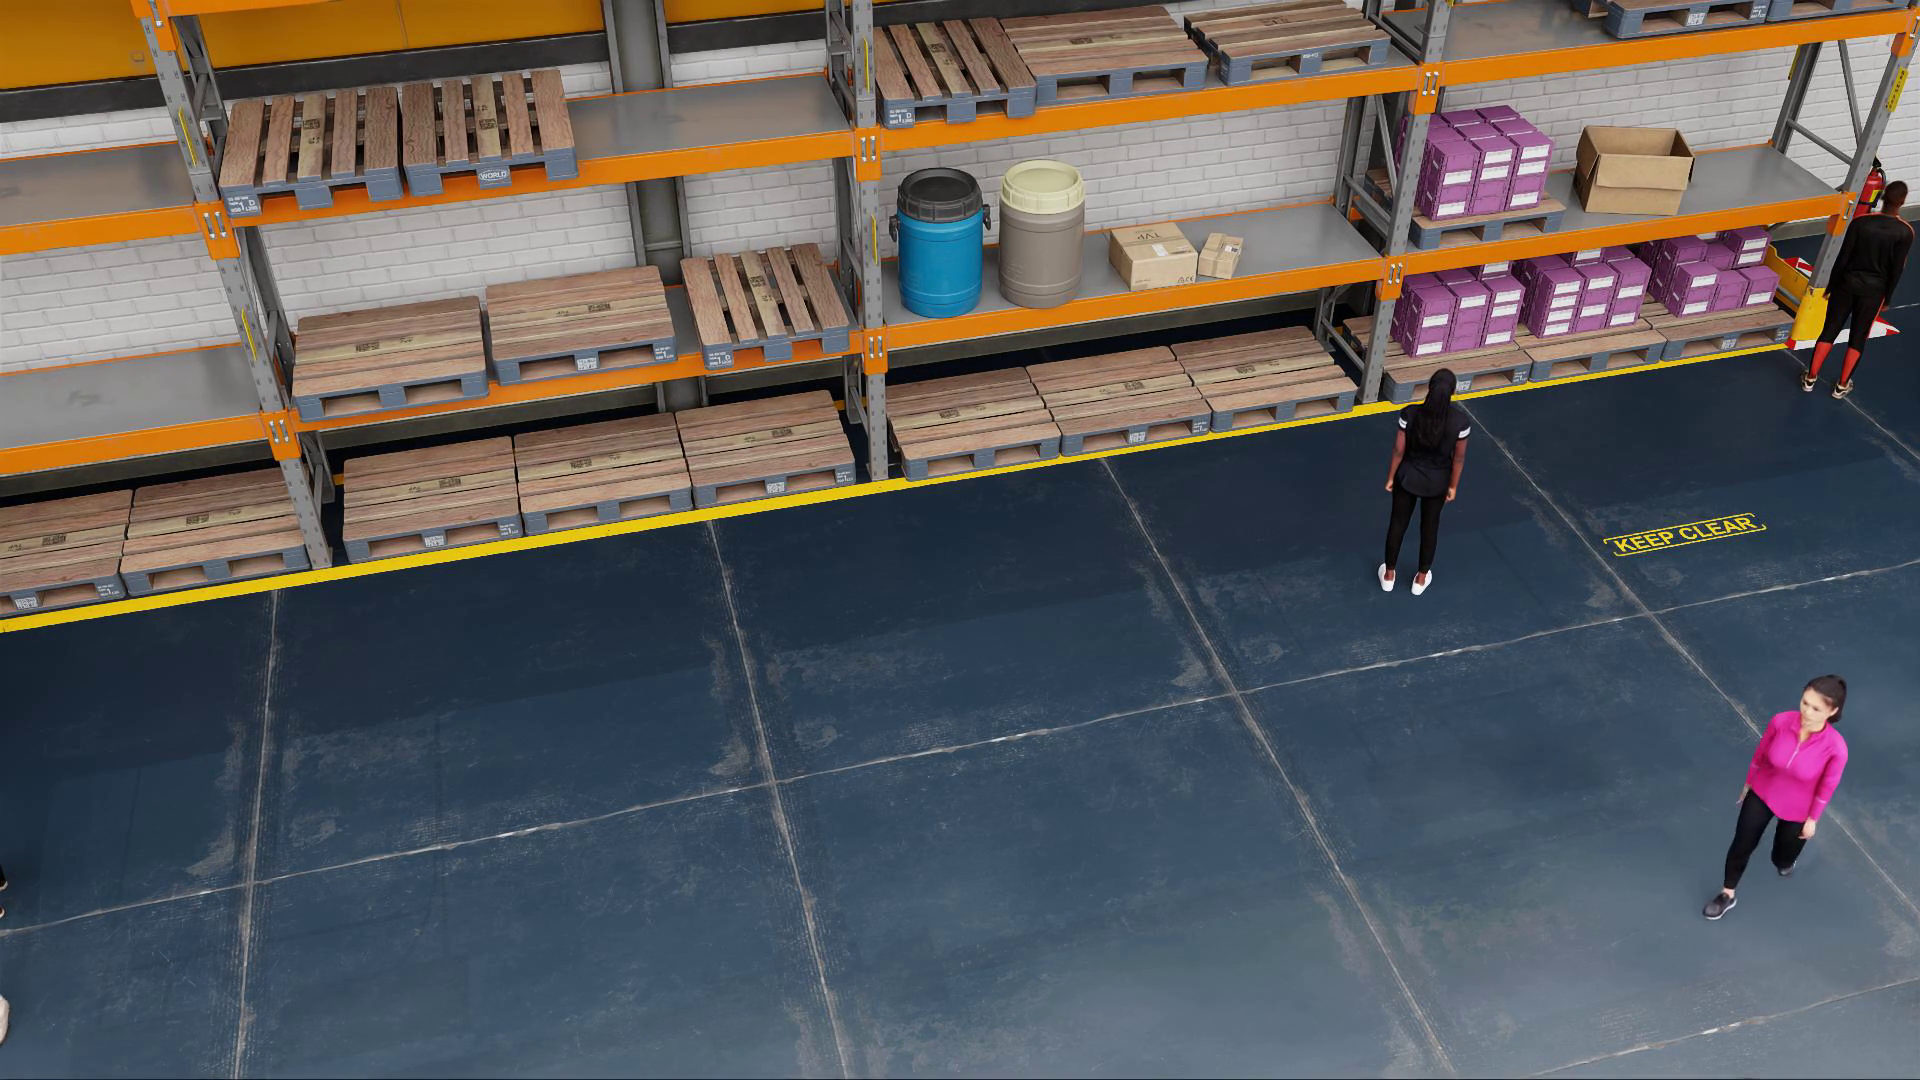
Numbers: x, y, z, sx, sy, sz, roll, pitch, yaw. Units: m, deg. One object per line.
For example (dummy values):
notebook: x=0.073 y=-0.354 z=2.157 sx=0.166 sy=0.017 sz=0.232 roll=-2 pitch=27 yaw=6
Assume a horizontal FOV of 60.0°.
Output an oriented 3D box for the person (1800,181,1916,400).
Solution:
person: x=6.955 y=-1.936 z=12.851 sx=0.694 sy=1.809 sz=0.751 roll=21 pitch=43 yaw=24

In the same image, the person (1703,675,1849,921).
person: x=4.409 y=1.360 z=8.834 sx=0.991 sy=1.682 sz=0.830 roll=-30 pitch=47 yaw=-32

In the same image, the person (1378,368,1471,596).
person: x=3.048 y=-0.388 z=10.978 sx=0.650 sy=1.729 sz=0.758 roll=10 pitch=40 yaw=12
